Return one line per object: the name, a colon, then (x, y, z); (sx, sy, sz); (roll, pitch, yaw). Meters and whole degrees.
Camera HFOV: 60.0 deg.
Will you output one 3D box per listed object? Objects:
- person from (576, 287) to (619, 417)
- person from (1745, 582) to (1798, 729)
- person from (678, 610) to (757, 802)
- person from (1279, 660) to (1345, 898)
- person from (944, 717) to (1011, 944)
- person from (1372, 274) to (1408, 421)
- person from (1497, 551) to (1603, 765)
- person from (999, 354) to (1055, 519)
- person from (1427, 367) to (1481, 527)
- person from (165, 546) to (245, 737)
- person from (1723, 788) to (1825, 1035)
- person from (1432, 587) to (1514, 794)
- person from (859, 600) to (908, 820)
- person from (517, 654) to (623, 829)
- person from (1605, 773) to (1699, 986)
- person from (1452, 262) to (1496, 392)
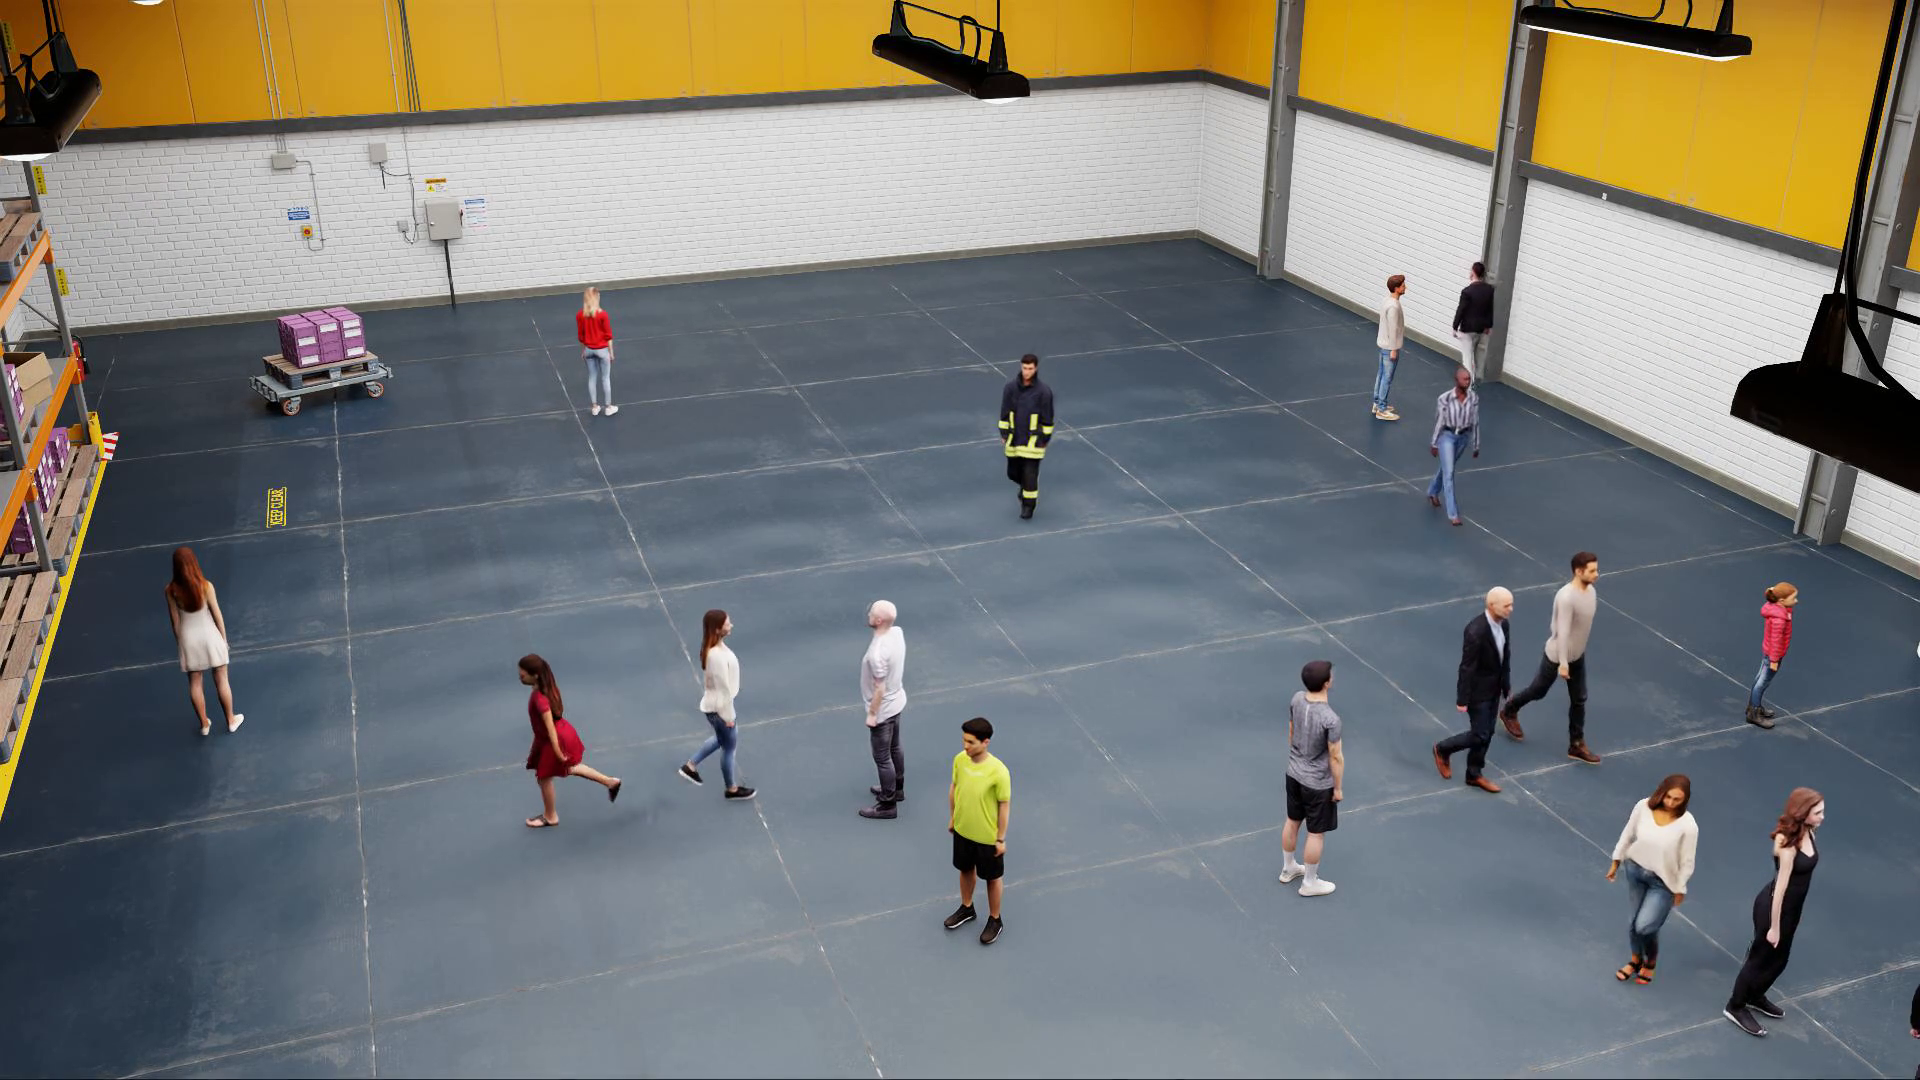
person: (-4.752, -2.460, 21.730); (0.689, 1.707, 0.679); (4, 24, 9)
person: (7.008, 0.969, 14.371); (0.656, 1.318, 0.595); (10, 26, 23)
person: (-1.959, 1.329, 13.093); (0.754, 1.682, 0.805); (-5, 24, -10)
person: (2.526, 1.700, 12.006); (0.757, 1.873, 0.561); (-14, 27, -28)
person: (0.130, 1.982, 11.565); (0.661, 1.709, 0.767); (16, 28, 33)
person: (5.586, -2.528, 21.638); (0.806, 1.905, 0.665); (2, 24, 3)
person: (4.927, 0.934, 13.805); (0.884, 1.835, 1.251); (-16, 28, -33)
person: (0.760, -1.201, 18.597); (1.046, 1.909, 1.110); (8, 25, 18)
person: (5.443, -1.077, 18.531); (0.750, 1.735, 1.231); (-5, 24, -12)
person: (-6.464, 0.854, 14.143); (0.579, 1.710, 0.545); (-6, 24, -12)
person: (5.252, 2.352, 10.675); (0.680, 1.744, 0.674); (-21, 31, -40)
person: (4.125, 1.167, 13.333); (0.859, 1.787, 0.943); (-20, 31, -38)
person: (-0.583, 1.298, 12.976); (0.816, 1.833, 0.719); (6, 24, 13)
person: (-3.047, 1.548, 12.799); (0.741, 1.515, 0.968); (-2, 24, -5)
person: (4.667, 2.225, 11.063); (0.744, 1.665, 0.589); (-12, 26, -26)
person: (6.936, -2.800, 22.349); (0.682, 1.835, 0.594); (-8, 25, -17)
